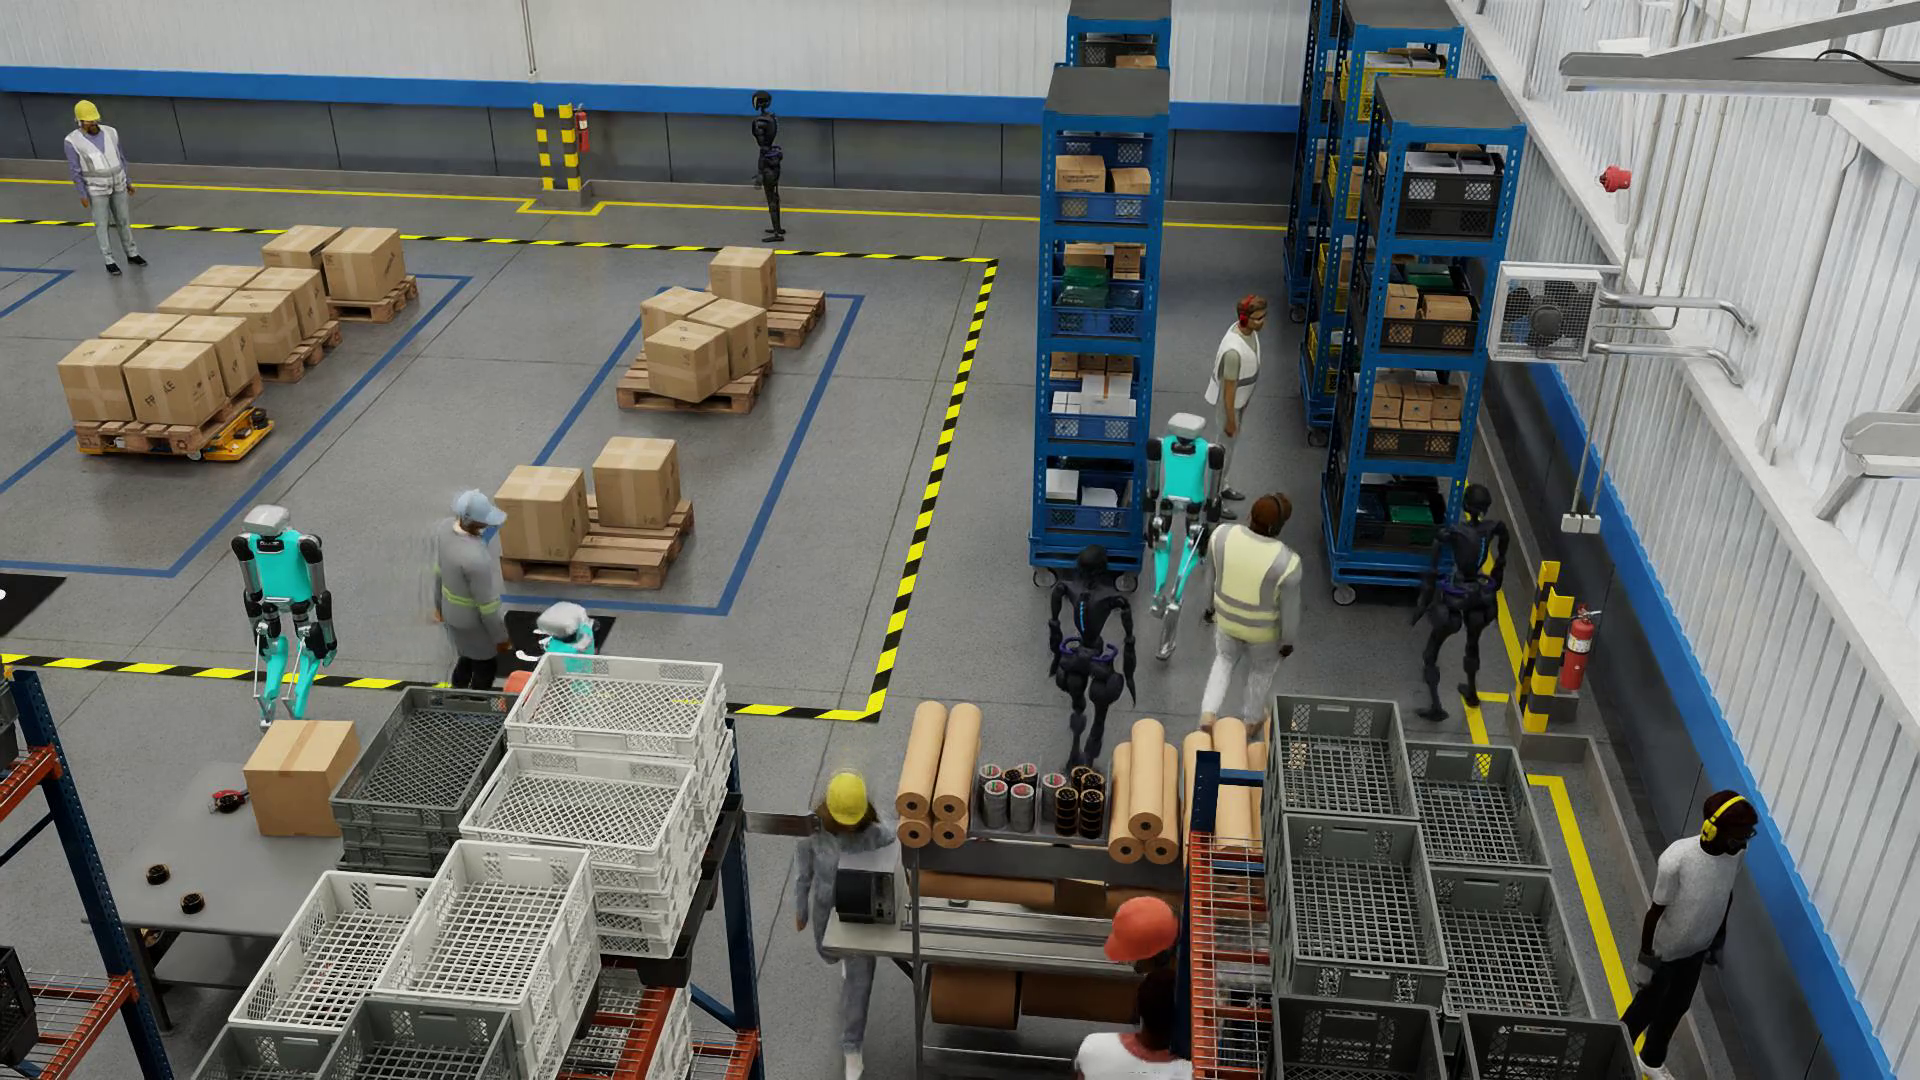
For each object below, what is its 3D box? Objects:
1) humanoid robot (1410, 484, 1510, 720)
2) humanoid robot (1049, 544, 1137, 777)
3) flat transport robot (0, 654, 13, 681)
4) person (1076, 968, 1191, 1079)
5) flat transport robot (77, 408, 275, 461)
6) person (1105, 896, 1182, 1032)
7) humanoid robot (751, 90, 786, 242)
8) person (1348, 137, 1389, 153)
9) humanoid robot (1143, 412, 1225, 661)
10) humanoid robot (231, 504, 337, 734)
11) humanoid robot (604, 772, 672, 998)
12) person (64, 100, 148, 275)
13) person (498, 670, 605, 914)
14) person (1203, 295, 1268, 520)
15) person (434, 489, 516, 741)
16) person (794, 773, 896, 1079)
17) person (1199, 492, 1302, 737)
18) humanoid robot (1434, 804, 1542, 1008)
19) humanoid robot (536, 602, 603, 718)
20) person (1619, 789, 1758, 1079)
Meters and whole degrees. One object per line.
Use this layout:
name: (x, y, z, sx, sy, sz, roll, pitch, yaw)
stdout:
humanoid robot: (3.204, 0.403, 10.593, 0.585, 1.655, 0.425, -8, 31, -13)
humanoid robot: (0.788, 0.766, 9.954, 0.584, 1.645, 0.366, 14, 33, 23)
flat transport robot: (-7.142, 0.969, 11.010, 1.431, 0.231, 0.659, 3, 30, 6)
person: (0.774, 2.474, 6.802, 0.609, 1.895, 0.665, 11, 32, 18)
flat transport robot: (-6.728, -0.944, 14.268, 1.431, 0.197, 0.652, 3, 30, 6)
person: (0.834, 2.325, 6.976, 0.694, 1.988, 0.670, 1, 30, 2)
humanoid robot: (-2.124, -4.127, 18.348, 0.315, 1.657, 0.599, 2, 30, 4)
person: (4.348, -3.981, 17.932, 0.513, 1.864, 0.320, 11, 32, 19)
humanoid robot: (1.429, 0.042, 11.148, 0.547, 1.732, 1.025, 11, 32, 18)
humanoid robot: (-4.067, 0.661, 9.945, 0.533, 1.677, 0.735, 3, 30, 5)
humanoid robot: (-1.663, 1.634, 8.494, 0.603, 1.649, 0.610, -6, 31, -10)
person: (-8.994, -3.721, 17.509, 0.404, 1.829, 0.598, 19, 35, 30)
person: (-2.083, 1.486, 8.465, 0.370, 1.933, 0.551, 15, 33, 24)
person: (2.118, -1.057, 12.940, 0.414, 1.833, 0.564, 12, 32, 19)
person: (-2.992, 0.472, 10.328, 0.491, 1.810, 0.619, -20, 36, -30)
person: (-0.561, 1.768, 8.207, 0.505, 1.707, 0.791, 1, 30, 1)
person: (1.790, 0.506, 10.264, 0.644, 1.816, 0.654, 20, 36, 30)
humanoid robot: (2.511, 1.862, 8.076, 0.605, 1.652, 0.366, 7, 31, 12)
humanoid robot: (-2.327, 1.092, 9.339, 0.944, 1.746, 0.542, 10, 32, 16)
person: (3.385, 1.922, 7.796, 0.513, 1.858, 0.335, -11, 32, -19)
